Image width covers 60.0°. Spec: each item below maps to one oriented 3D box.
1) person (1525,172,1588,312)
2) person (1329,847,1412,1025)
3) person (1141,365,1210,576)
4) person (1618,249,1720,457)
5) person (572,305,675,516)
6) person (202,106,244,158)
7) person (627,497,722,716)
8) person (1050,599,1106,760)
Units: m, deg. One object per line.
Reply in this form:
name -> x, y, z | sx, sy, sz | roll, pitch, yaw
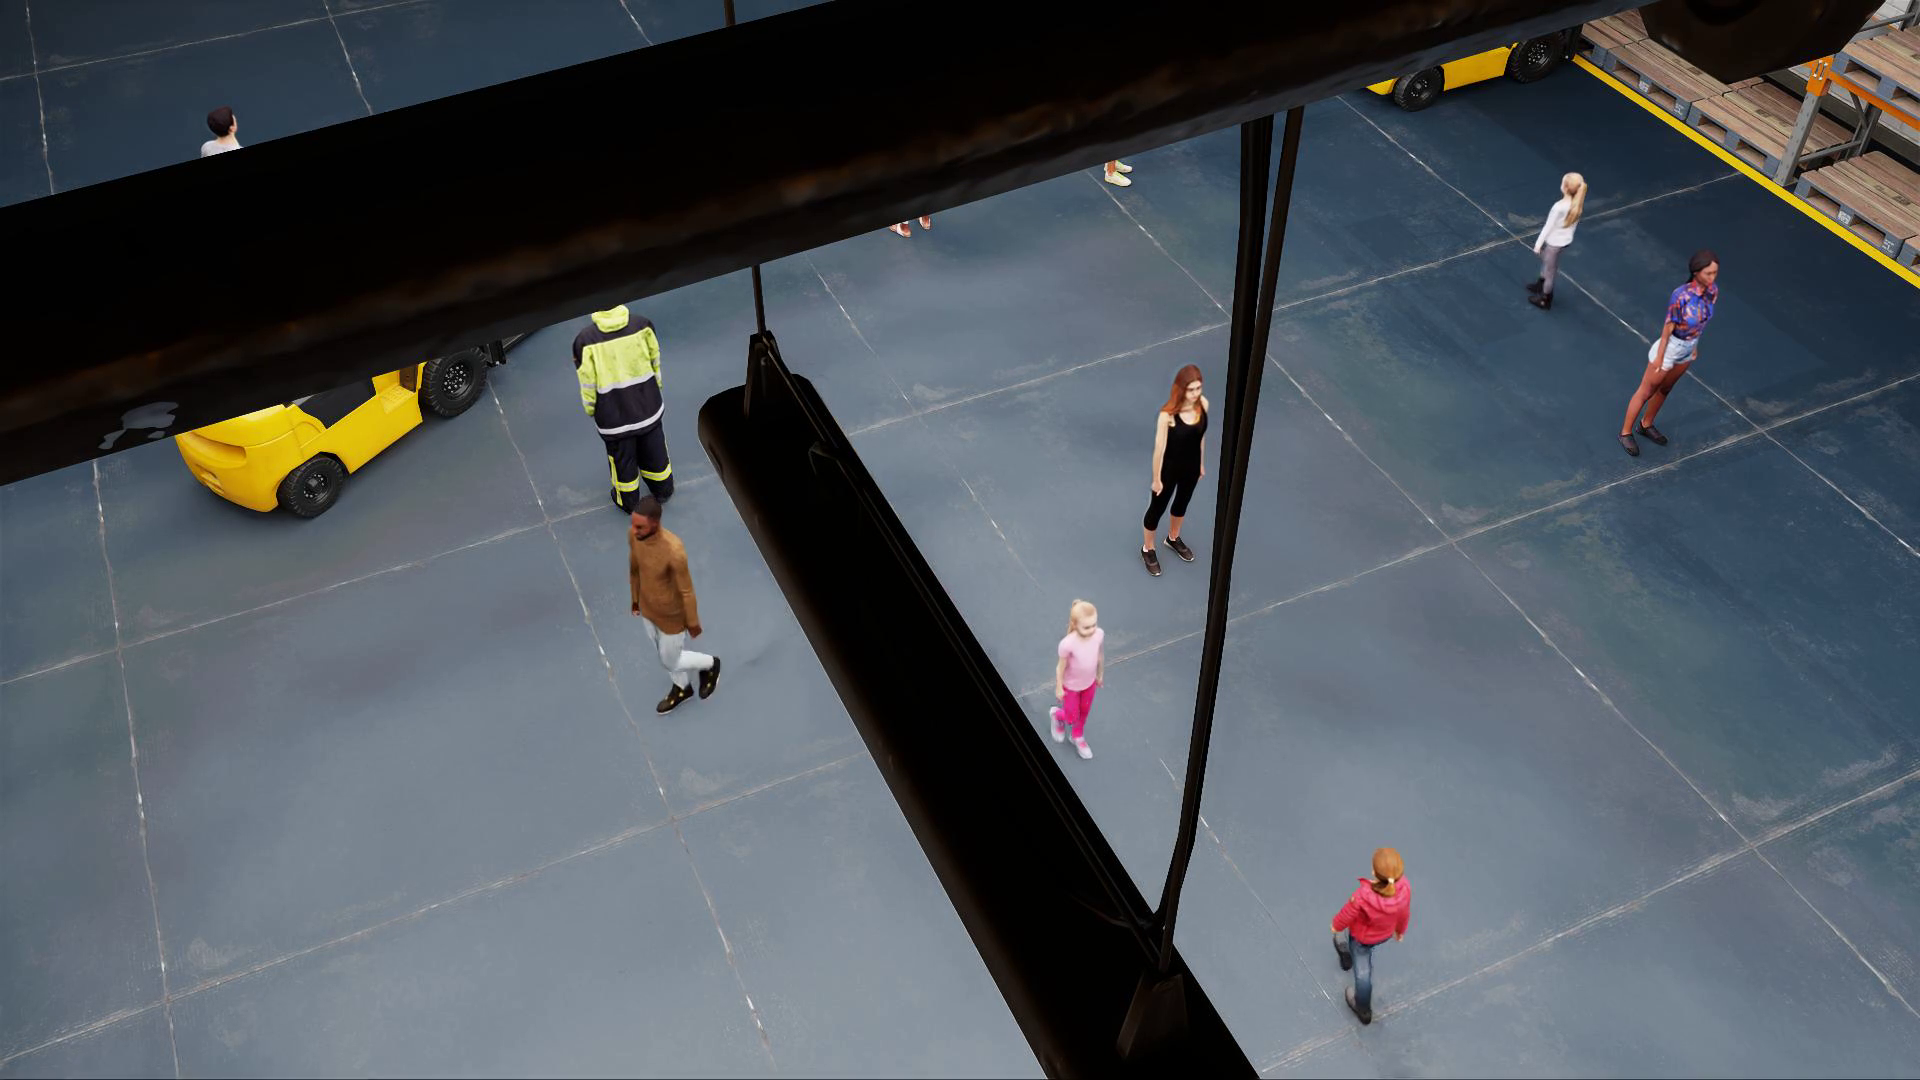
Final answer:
person -> 5.035, -2.467, 13.876 | 0.563, 1.272, 0.627 | -27, 50, -25
person -> 2.257, 2.173, 8.985 | 0.589, 1.298, 0.801 | -12, 45, -13
person -> 1.505, -0.511, 11.494 | 0.586, 1.725, 0.527 | -21, 48, -21
person -> 5.332, -1.414, 12.430 | 0.580, 1.741, 0.501 | -19, 47, -18
person -> -2.401, -1.031, 11.854 | 0.795, 1.982, 0.669 | -23, 48, -22
person -> -5.842, -2.703, 13.696 | 0.729, 1.862, 0.783 | 13, 45, 13
person -> -1.796, 0.372, 10.508 | 0.791, 1.806, 0.847 | 30, 51, 27
person -> 0.712, 0.835, 10.414 | 0.521, 1.266, 0.613 | -21, 47, -21
